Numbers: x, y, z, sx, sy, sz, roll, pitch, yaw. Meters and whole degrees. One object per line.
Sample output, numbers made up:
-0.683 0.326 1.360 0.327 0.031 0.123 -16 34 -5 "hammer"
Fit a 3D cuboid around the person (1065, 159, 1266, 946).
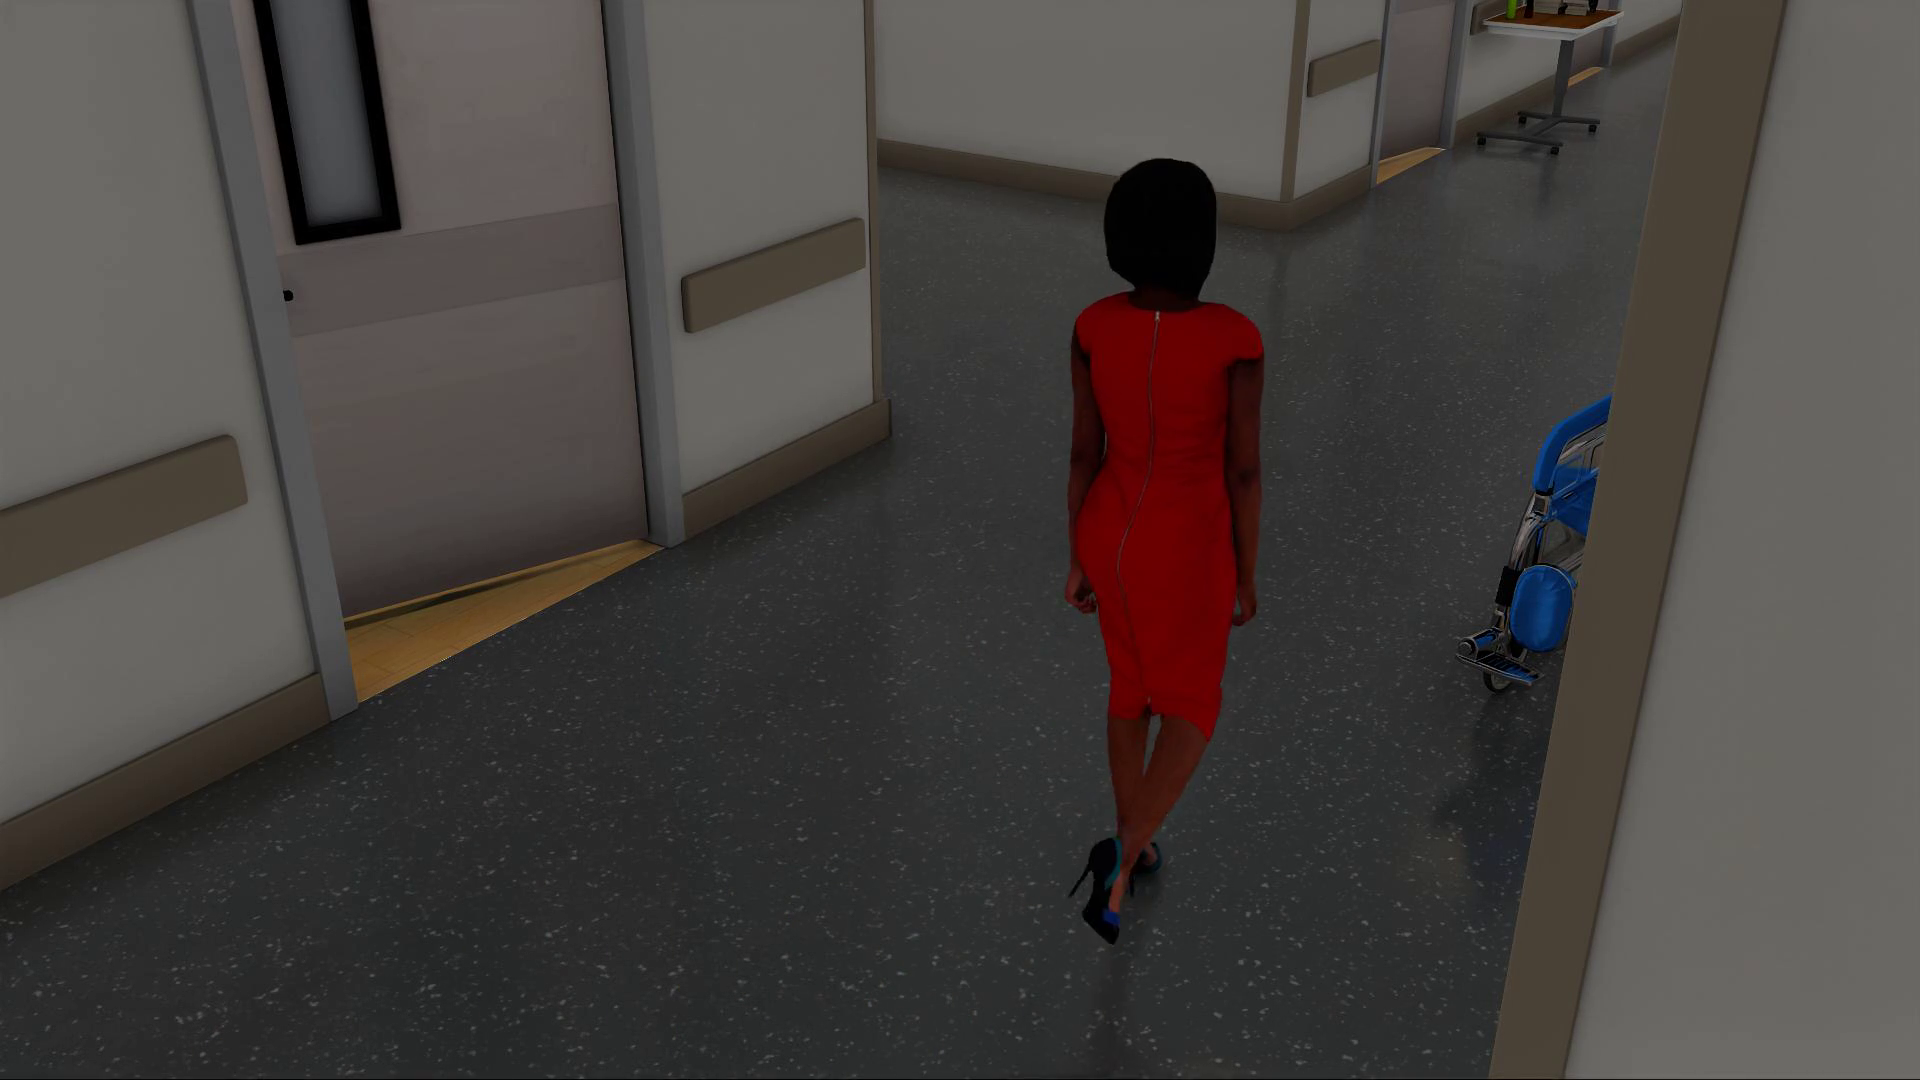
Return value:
0.390 0.101 3.490 0.639 1.723 0.894 12 28 24 "person"
